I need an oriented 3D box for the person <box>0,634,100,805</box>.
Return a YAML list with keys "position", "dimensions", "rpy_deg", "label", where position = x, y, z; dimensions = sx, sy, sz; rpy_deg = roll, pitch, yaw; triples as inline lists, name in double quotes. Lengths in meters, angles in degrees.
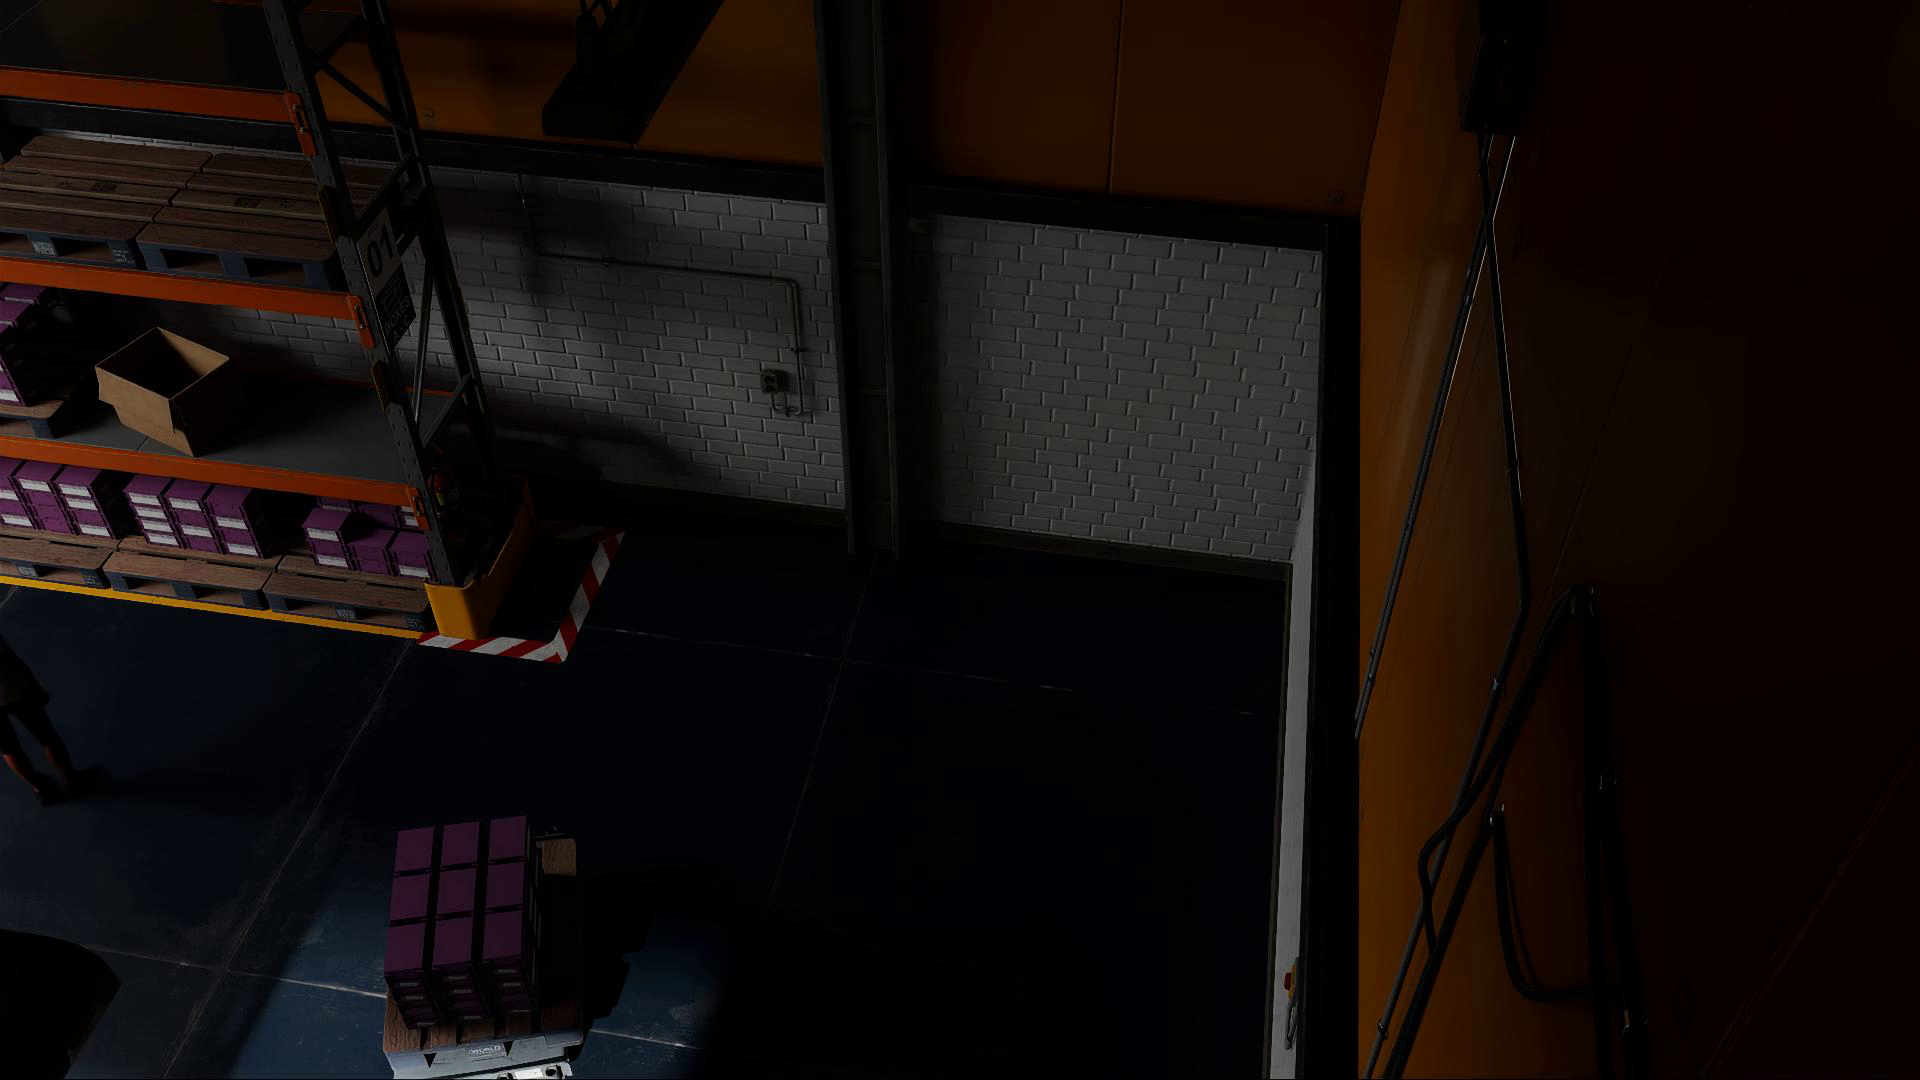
- position: [-5.770, 0.967, 10.003]
  dimensions: [0.677, 1.743, 0.811]
  rpy_deg: [-11, 45, -12]
  label: "person"
